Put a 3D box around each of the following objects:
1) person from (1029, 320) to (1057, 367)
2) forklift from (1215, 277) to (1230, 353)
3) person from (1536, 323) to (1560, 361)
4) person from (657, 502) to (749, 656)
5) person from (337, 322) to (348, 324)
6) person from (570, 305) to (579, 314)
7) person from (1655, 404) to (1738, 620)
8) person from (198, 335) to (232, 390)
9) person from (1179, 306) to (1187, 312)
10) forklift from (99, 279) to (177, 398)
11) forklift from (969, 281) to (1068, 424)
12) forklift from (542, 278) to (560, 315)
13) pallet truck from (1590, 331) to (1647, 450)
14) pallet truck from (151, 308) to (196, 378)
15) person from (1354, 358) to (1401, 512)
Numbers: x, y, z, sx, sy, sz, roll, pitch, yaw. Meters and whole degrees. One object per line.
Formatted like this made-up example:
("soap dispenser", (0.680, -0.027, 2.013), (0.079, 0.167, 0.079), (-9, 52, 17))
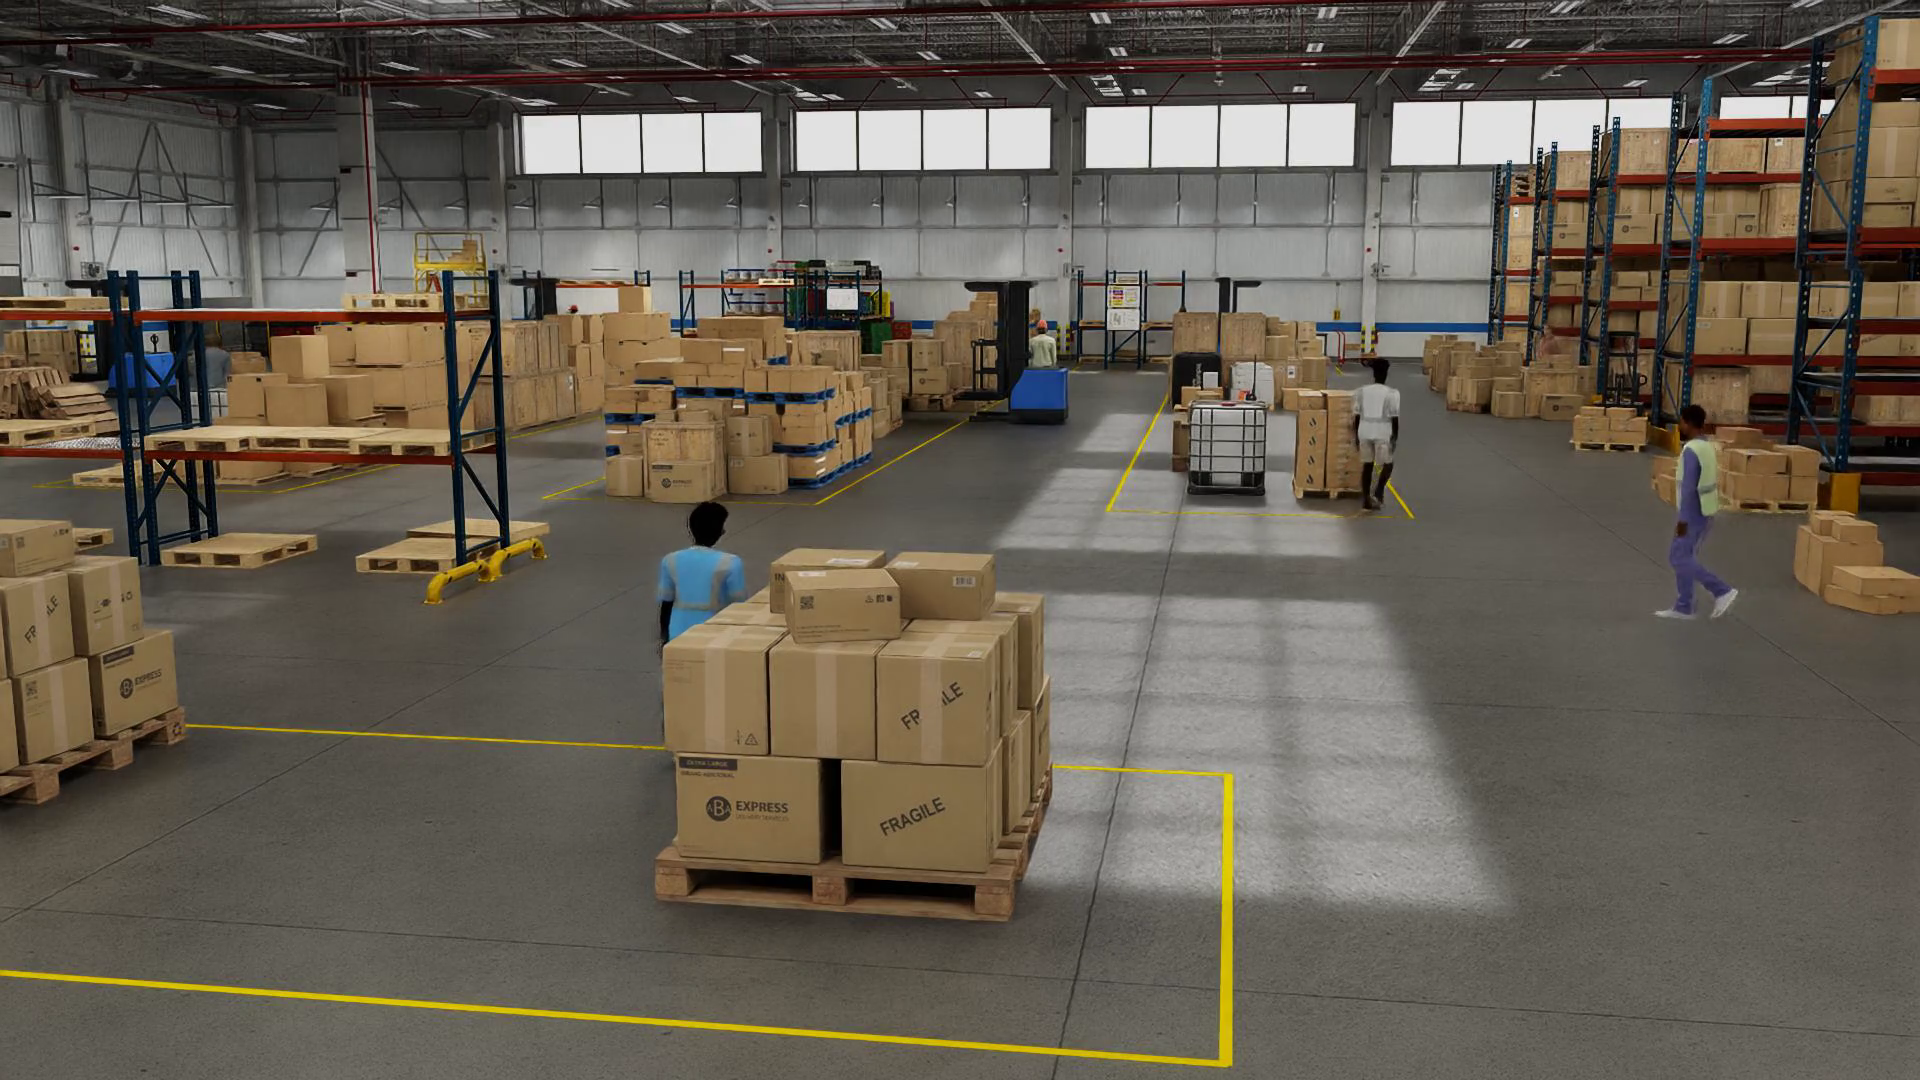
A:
("person", (1.732, -3.624, 34.987), (0.611, 1.995, 0.375), (1, 9, 9))
("forklift", (7.658, -6.238, 48.389), (1.873, 2.768, 1.129), (1, 9, 9))
("person", (13.142, -3.903, 37.083), (0.845, 1.878, 0.642), (-1, 9, -9))
("person", (-1.514, 0.586, 10.057), (0.543, 1.645, 0.867), (3, 10, 17))
("person", (-18.722, -6.175, 50.894), (0.631, 1.940, 0.372), (1, 9, 9))
("person", (-12.526, -6.697, 54.221), (0.702, 1.896, 0.610), (-2, 9, -14))
("person", (6.380, -0.217, 14.317), (0.569, 1.893, 0.603), (6, 11, 33))
("person", (-13.375, -2.746, 29.928), (0.632, 1.875, 1.020), (-1, 9, -8))
("person", (6.828, -6.194, 51.014), (0.631, 1.940, 0.372), (1, 9, 9))
("forklift", (-19.606, -4.720, 39.027), (1.873, 2.768, 1.129), (1, 9, 9))
("forklift", (1.194, -3.753, 33.059), (1.873, 2.768, 1.129), (1, 9, 9))
("forklift", (-11.066, -5.702, 45.079), (1.873, 2.768, 1.129), (-3, 10, -17))
("pallet truck", (11.253, -2.573, 28.499), (0.823, 1.965, 1.885), (5, 10, 27))
("pallet truck", (-21.869, -5.598, 47.154), (0.823, 1.965, 1.885), (4, 10, 26))
("person", (5.232, -1.312, 20.883), (0.621, 1.951, 0.411), (6, 11, 33))
